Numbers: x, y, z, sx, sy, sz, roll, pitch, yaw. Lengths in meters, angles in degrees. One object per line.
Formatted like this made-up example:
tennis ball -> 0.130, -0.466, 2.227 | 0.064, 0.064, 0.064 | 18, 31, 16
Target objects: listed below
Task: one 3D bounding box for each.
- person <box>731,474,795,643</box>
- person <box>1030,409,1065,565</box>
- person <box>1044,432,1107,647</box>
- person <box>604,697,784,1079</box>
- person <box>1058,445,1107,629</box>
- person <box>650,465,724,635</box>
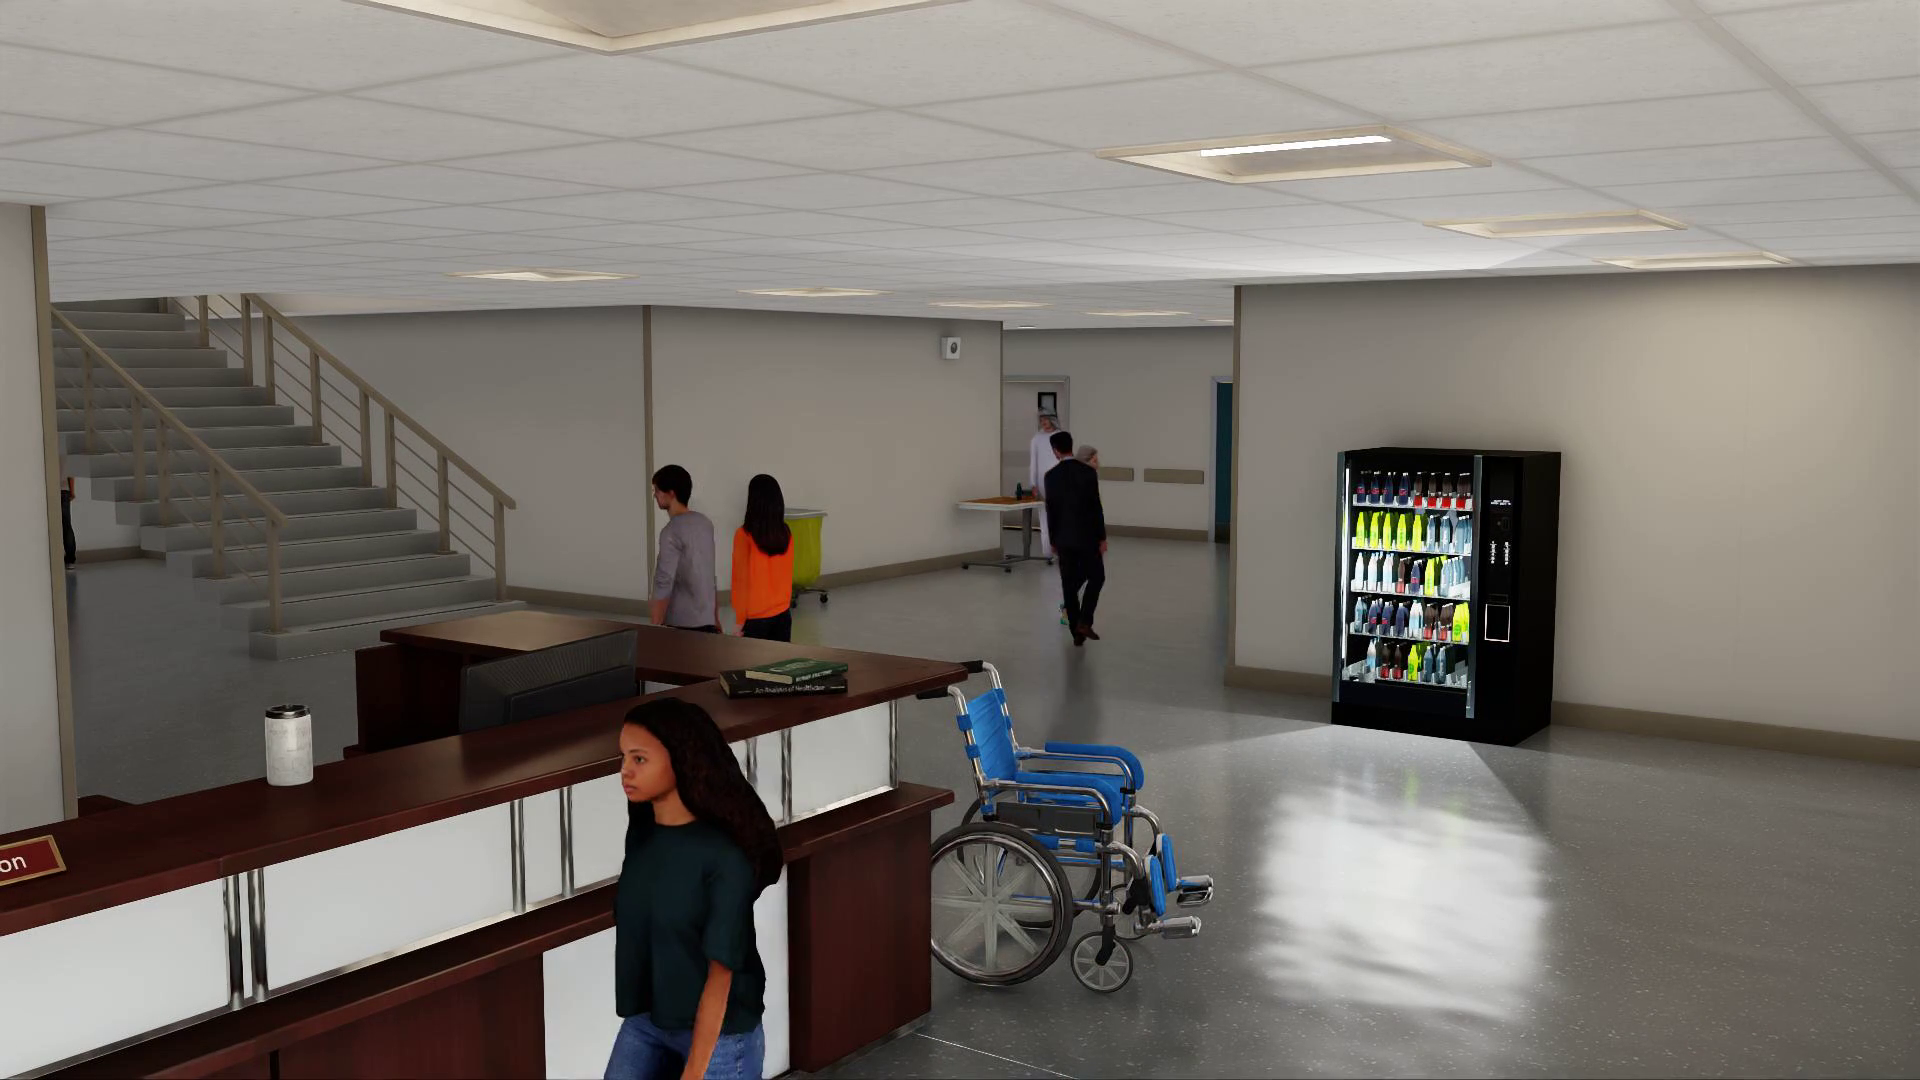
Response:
person -> -1.176, 0.470, 10.042 | 0.552, 1.749, 0.624 | 4, 7, 38
person -> 1.117, -0.621, 20.279 | 1.279, 1.871, 1.209 | 0, 6, -1
person -> 0.962, 0.002, 14.236 | 0.791, 1.842, 0.882 | 2, 6, 23
person -> -0.566, 1.168, 3.942 | 0.899, 1.582, 0.635 | 4, 7, 35
person -> 1.012, -0.015, 15.204 | 0.800, 1.681, 0.736 | -2, 6, -15
person -> -1.462, 0.495, 9.442 | 0.951, 1.820, 0.841 | 2, 6, 18
